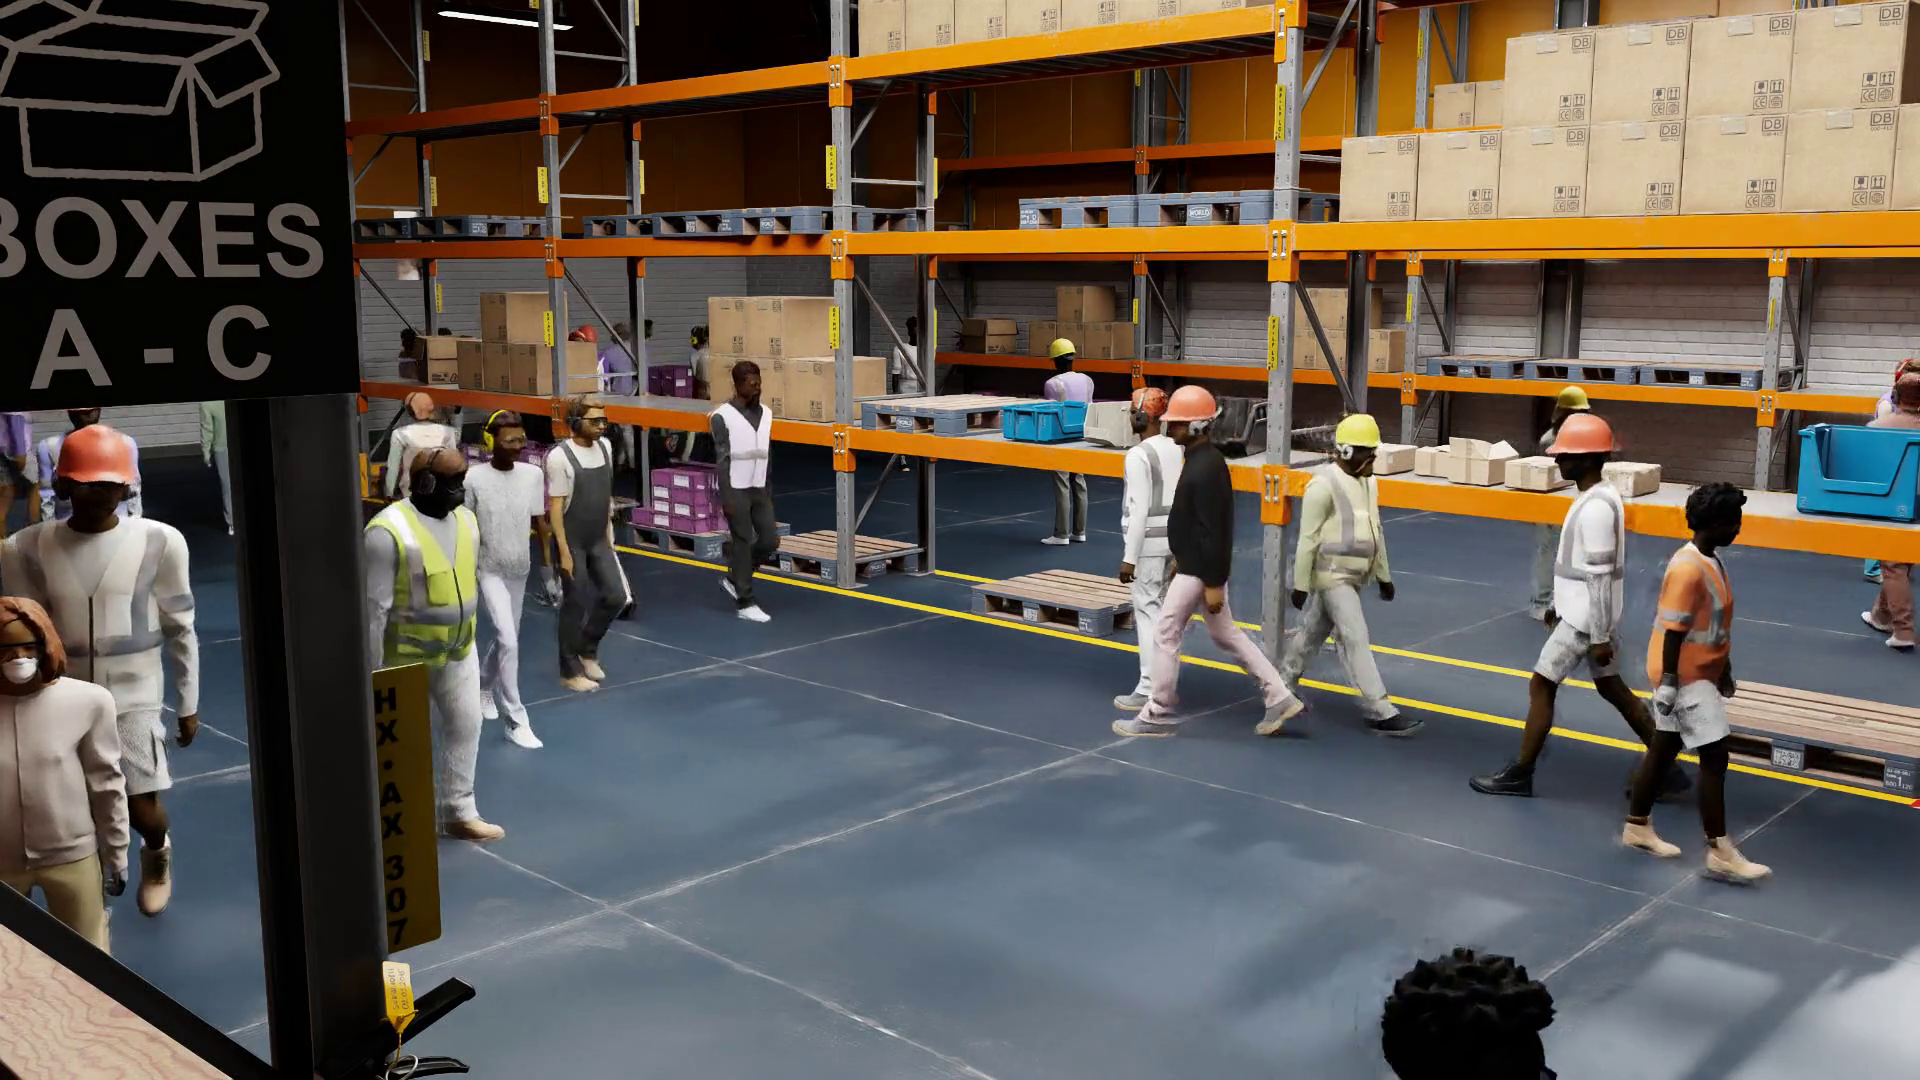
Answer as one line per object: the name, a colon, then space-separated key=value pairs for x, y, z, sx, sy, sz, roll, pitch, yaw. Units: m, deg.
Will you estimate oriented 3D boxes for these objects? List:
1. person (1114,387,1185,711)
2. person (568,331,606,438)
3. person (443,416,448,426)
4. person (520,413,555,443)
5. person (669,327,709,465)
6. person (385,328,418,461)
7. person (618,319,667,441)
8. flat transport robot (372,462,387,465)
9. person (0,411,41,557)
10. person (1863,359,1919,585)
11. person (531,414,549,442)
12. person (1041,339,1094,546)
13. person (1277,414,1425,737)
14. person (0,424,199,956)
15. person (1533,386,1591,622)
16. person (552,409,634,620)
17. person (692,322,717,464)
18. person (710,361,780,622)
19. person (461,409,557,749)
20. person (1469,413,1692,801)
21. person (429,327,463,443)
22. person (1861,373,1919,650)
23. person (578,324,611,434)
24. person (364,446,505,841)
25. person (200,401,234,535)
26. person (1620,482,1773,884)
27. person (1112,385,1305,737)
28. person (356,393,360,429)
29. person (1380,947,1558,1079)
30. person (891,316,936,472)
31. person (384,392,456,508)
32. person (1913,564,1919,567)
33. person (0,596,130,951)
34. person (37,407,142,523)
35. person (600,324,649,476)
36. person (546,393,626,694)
person: x=1.104 y=0.057 z=9.649 sx=0.356 sy=1.881 sz=0.575 roll=6 pitch=11 yaw=33
person: x=-4.172 y=-1.342 z=18.226 sx=0.574 sy=1.883 sz=0.360 roll=-3 pitch=10 yaw=-20
person: x=-7.426 y=-2.103 z=23.623 sx=0.514 sy=1.645 sz=0.309 roll=4 pitch=10 yaw=22
person: x=-5.458 y=-1.951 z=21.762 sx=0.894 sy=1.958 sz=0.614 roll=1 pitch=9 yaw=5
person: x=-3.295 y=-1.772 z=21.057 sx=0.964 sy=1.823 sz=0.537 roll=7 pitch=12 yaw=36
person: x=-7.148 y=-1.888 z=21.906 sx=0.623 sy=1.791 sz=0.981 roll=4 pitch=10 yaw=25
person: x=-4.659 y=-2.355 z=24.629 sx=0.939 sy=1.811 sz=0.680 roll=-2 pitch=10 yaw=-15
flat transport robot: x=-6.645 y=-0.826 z=19.986 sx=1.431 sy=0.197 sz=0.652 roll=-5 pitch=11 yaw=-30
person: x=-8.314 y=-0.819 z=14.656 sx=0.648 sy=1.998 sz=0.643 roll=8 pitch=12 yaw=40
person: x=7.587 y=-0.554 z=13.531 sx=0.563 sy=1.837 sz=0.388 roll=-9 pitch=13 yaw=-43
person: x=-6.206 y=-2.413 z=24.625 sx=0.542 sy=1.938 sz=0.357 roll=8 pitch=12 yaw=42
person: x=0.974 y=-0.901 z=15.413 sx=0.584 sy=1.918 sz=0.376 roll=-8 pitch=12 yaw=-41
person: x=2.132 y=0.178 z=9.260 sx=1.007 sy=1.770 sz=0.595 roll=8 pitch=12 yaw=39
person: x=-3.135 y=0.571 z=6.096 sx=0.652 sy=2.021 sz=0.613 roll=-3 pitch=10 yaw=-18
person: x=4.350 y=-0.245 z=11.975 sx=0.506 sy=1.724 sz=0.460 roll=-5 pitch=10 yaw=-27
person: x=-2.718 y=-0.218 z=12.205 sx=0.504 sy=1.596 sz=0.865 roll=-9 pitch=13 yaw=-43
person: x=-2.756 y=-1.570 z=19.138 sx=0.974 sy=2.000 sz=0.682 roll=6 pitch=11 yaw=31
person: x=-1.565 y=-0.355 z=12.102 sx=0.452 sy=1.901 sz=0.601 roll=7 pitch=12 yaw=36
person: x=-2.539 y=0.175 z=9.146 sx=0.519 sy=1.829 sz=0.908 roll=-9 pitch=13 yaw=-43
person: x=3.035 y=0.337 z=7.927 sx=0.991 sy=1.896 sz=0.558 roll=4 pitch=10 yaw=24
person: x=-6.660 y=-1.814 z=21.345 sx=0.630 sy=1.820 sz=0.764 roll=2 pitch=9 yaw=11
person: x=6.420 y=-0.213 z=11.387 sx=0.666 sy=1.853 sz=0.991 roll=1 pitch=9 yaw=5
person: x=-4.419 y=-1.600 z=19.700 sx=0.565 sy=1.918 sz=0.513 roll=-3 pitch=10 yaw=-18
person: x=-2.464 y=0.473 z=7.388 sx=0.720 sy=1.808 sz=0.660 roll=5 pitch=11 yaw=30
person: x=-6.927 y=-0.815 z=15.819 sx=0.515 sy=1.607 sz=0.691 roll=-5 pitch=10 yaw=-26
person: x=3.190 y=0.587 z=7.021 sx=0.743 sy=1.663 sz=0.542 roll=6 pitch=11 yaw=31
person: x=1.383 y=0.134 z=8.997 sx=0.993 sy=1.957 sz=0.623 roll=2 pitch=10 yaw=13
person: x=-6.870 y=-1.315 z=18.520 sx=0.581 sy=1.735 sz=0.362 roll=7 pitch=12 yaw=37
person: x=0.674 y=1.363 z=2.344 sx=0.546 sy=1.643 sz=0.890 roll=-8 pitch=12 yaw=-40
person: x=-0.575 y=-1.844 z=21.046 sx=0.614 sy=1.963 sz=0.361 roll=-4 pitch=10 yaw=-25
person: x=-4.180 y=-0.336 z=12.873 sx=0.537 sy=1.612 sz=0.700 roll=-8 pitch=12 yaw=-42
person: x=8.482 y=-0.663 z=14.041 sx=0.991 sy=1.889 sz=0.643 roll=8 pitch=12 yaw=41
person: x=-2.713 y=0.961 z=4.891 sx=0.501 sy=1.628 sz=0.277 roll=-5 pitch=10 yaw=-26
person: x=-5.164 y=-0.015 z=9.924 sx=0.551 sy=1.933 sz=0.380 roll=-5 pitch=11 yaw=-29
person: x=-4.234 y=-1.749 z=20.769 sx=0.652 sy=1.874 sz=1.052 roll=-6 pitch=11 yaw=-34
person: x=-2.256 y=0.026 z=10.017 sx=0.434 sy=1.822 sz=0.583 roll=6 pitch=11 yaw=31
